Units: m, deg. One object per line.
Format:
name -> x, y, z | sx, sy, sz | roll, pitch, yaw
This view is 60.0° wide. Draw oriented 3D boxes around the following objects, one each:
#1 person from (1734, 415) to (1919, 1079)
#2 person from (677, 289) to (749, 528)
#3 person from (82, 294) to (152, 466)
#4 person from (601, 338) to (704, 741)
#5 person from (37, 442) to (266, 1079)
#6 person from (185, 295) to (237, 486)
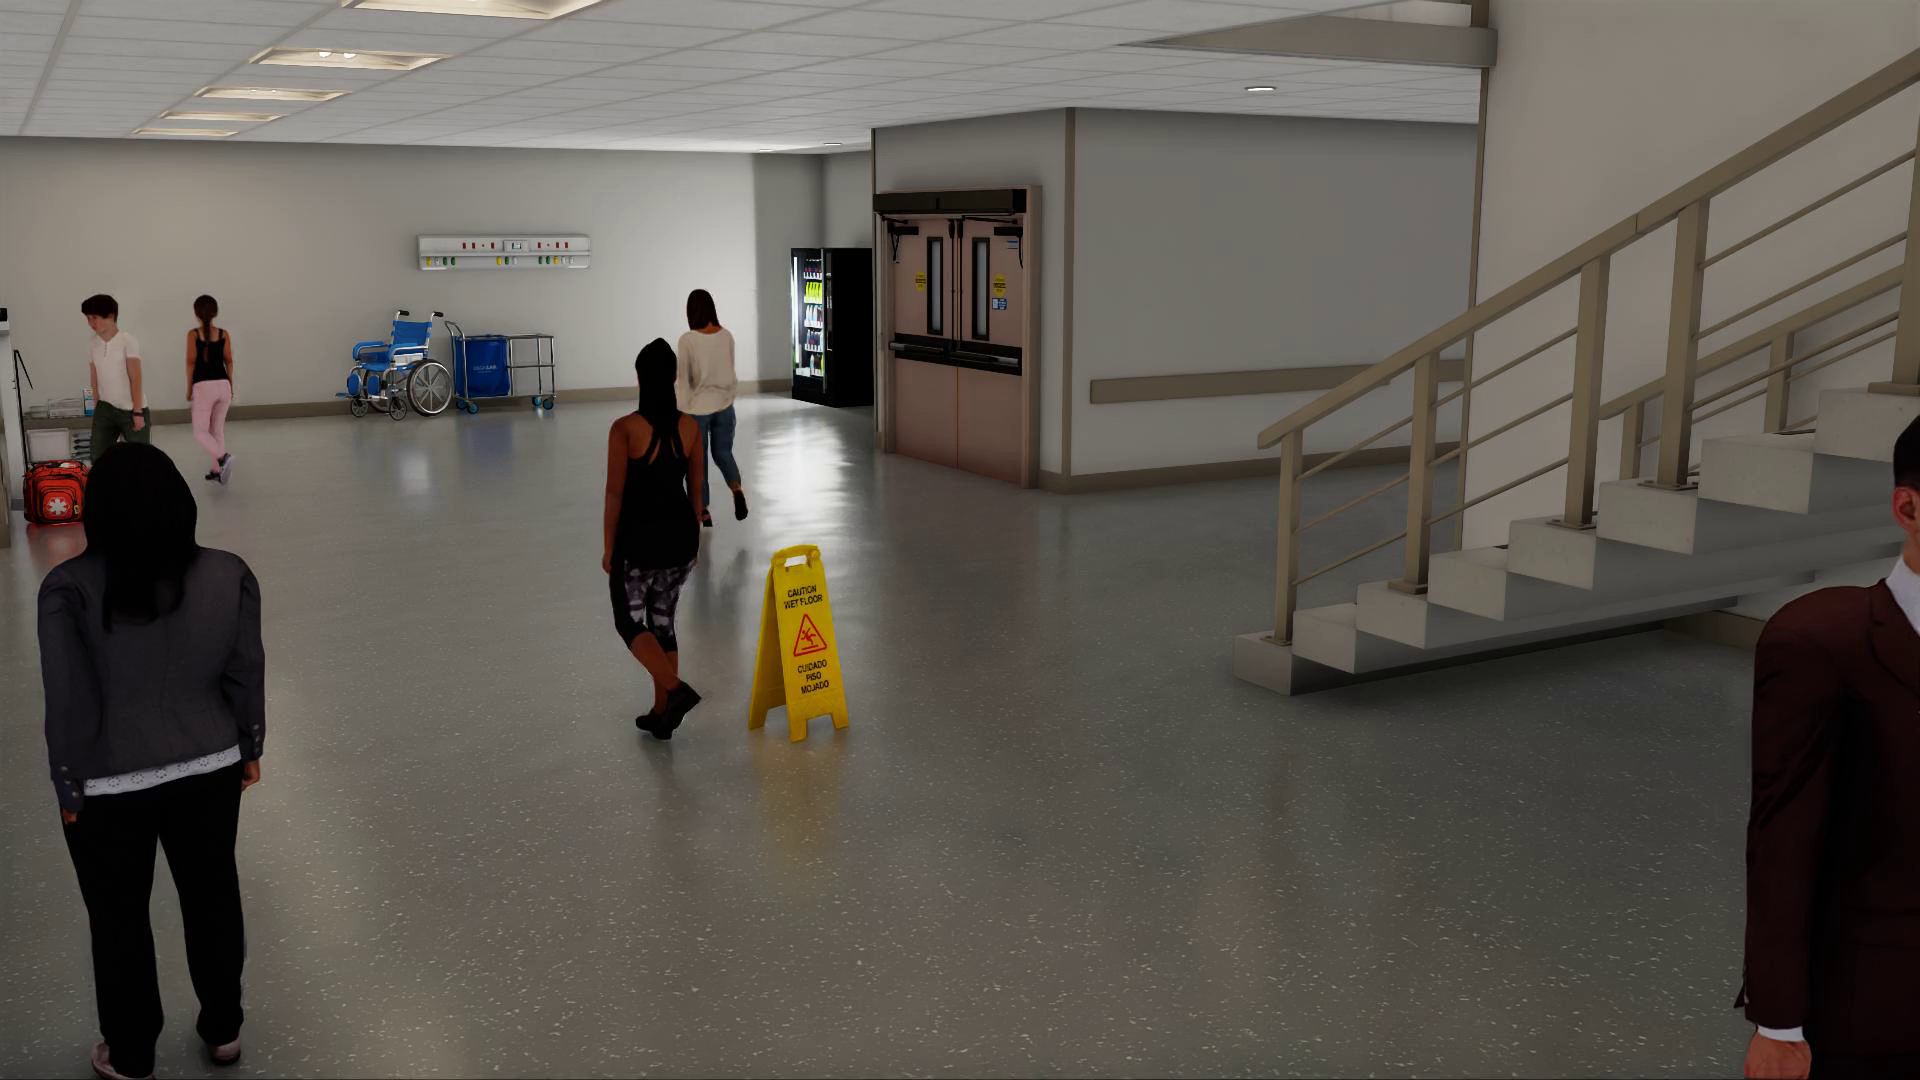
person -> 1.428, 0.704, 2.591 | 0.706, 1.864, 0.630 | -4, 12, -22
person -> -1.698, -0.885, 11.501 | 0.638, 1.663, 0.859 | -7, 13, -33
person -> -5.766, -0.878, 11.549 | 0.817, 1.633, 0.897 | 0, 11, 3
person -> -1.193, 0.025, 6.721 | 0.671, 1.657, 0.787 | -9, 14, -40
person -> -1.984, 0.554, 4.094 | 0.735, 1.599, 0.736 | -10, 15, -43
person -> -5.995, -1.174, 13.356 | 0.937, 1.540, 0.694 | 10, 14, 42
